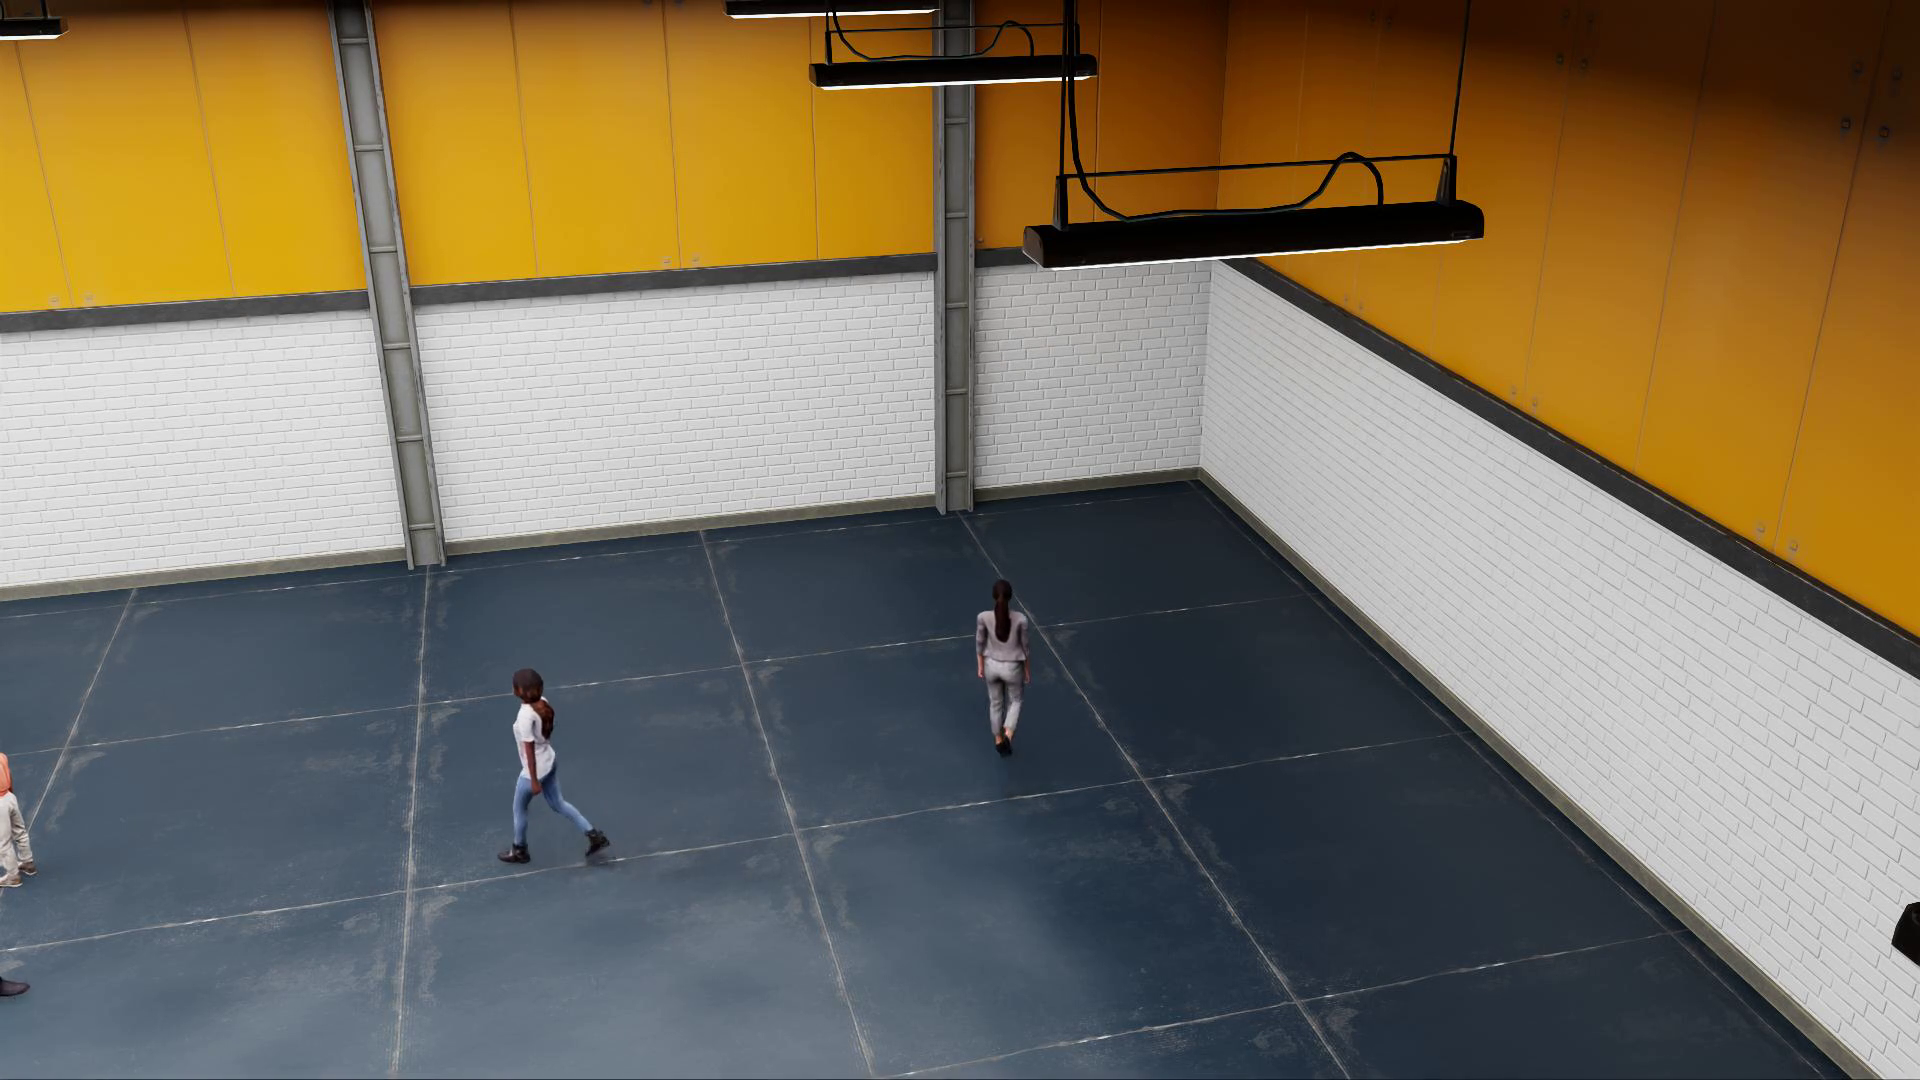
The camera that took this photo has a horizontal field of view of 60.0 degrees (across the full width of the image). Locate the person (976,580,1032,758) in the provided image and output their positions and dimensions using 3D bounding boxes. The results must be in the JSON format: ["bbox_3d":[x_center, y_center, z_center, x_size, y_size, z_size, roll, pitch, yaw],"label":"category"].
[{"bbox_3d":[0.361,1.151,14.149,0.761,1.668,0.827,4,24,10],"label":"person"}]

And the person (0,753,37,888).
[{"bbox_3d":[-7.279,2.017,12.613,0.590,1.311,0.557,5,24,12],"label":"person"}]

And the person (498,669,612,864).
[{"bbox_3d":[-3.136,1.768,12.715,1.197,1.686,0.876,3,24,6],"label":"person"}]
